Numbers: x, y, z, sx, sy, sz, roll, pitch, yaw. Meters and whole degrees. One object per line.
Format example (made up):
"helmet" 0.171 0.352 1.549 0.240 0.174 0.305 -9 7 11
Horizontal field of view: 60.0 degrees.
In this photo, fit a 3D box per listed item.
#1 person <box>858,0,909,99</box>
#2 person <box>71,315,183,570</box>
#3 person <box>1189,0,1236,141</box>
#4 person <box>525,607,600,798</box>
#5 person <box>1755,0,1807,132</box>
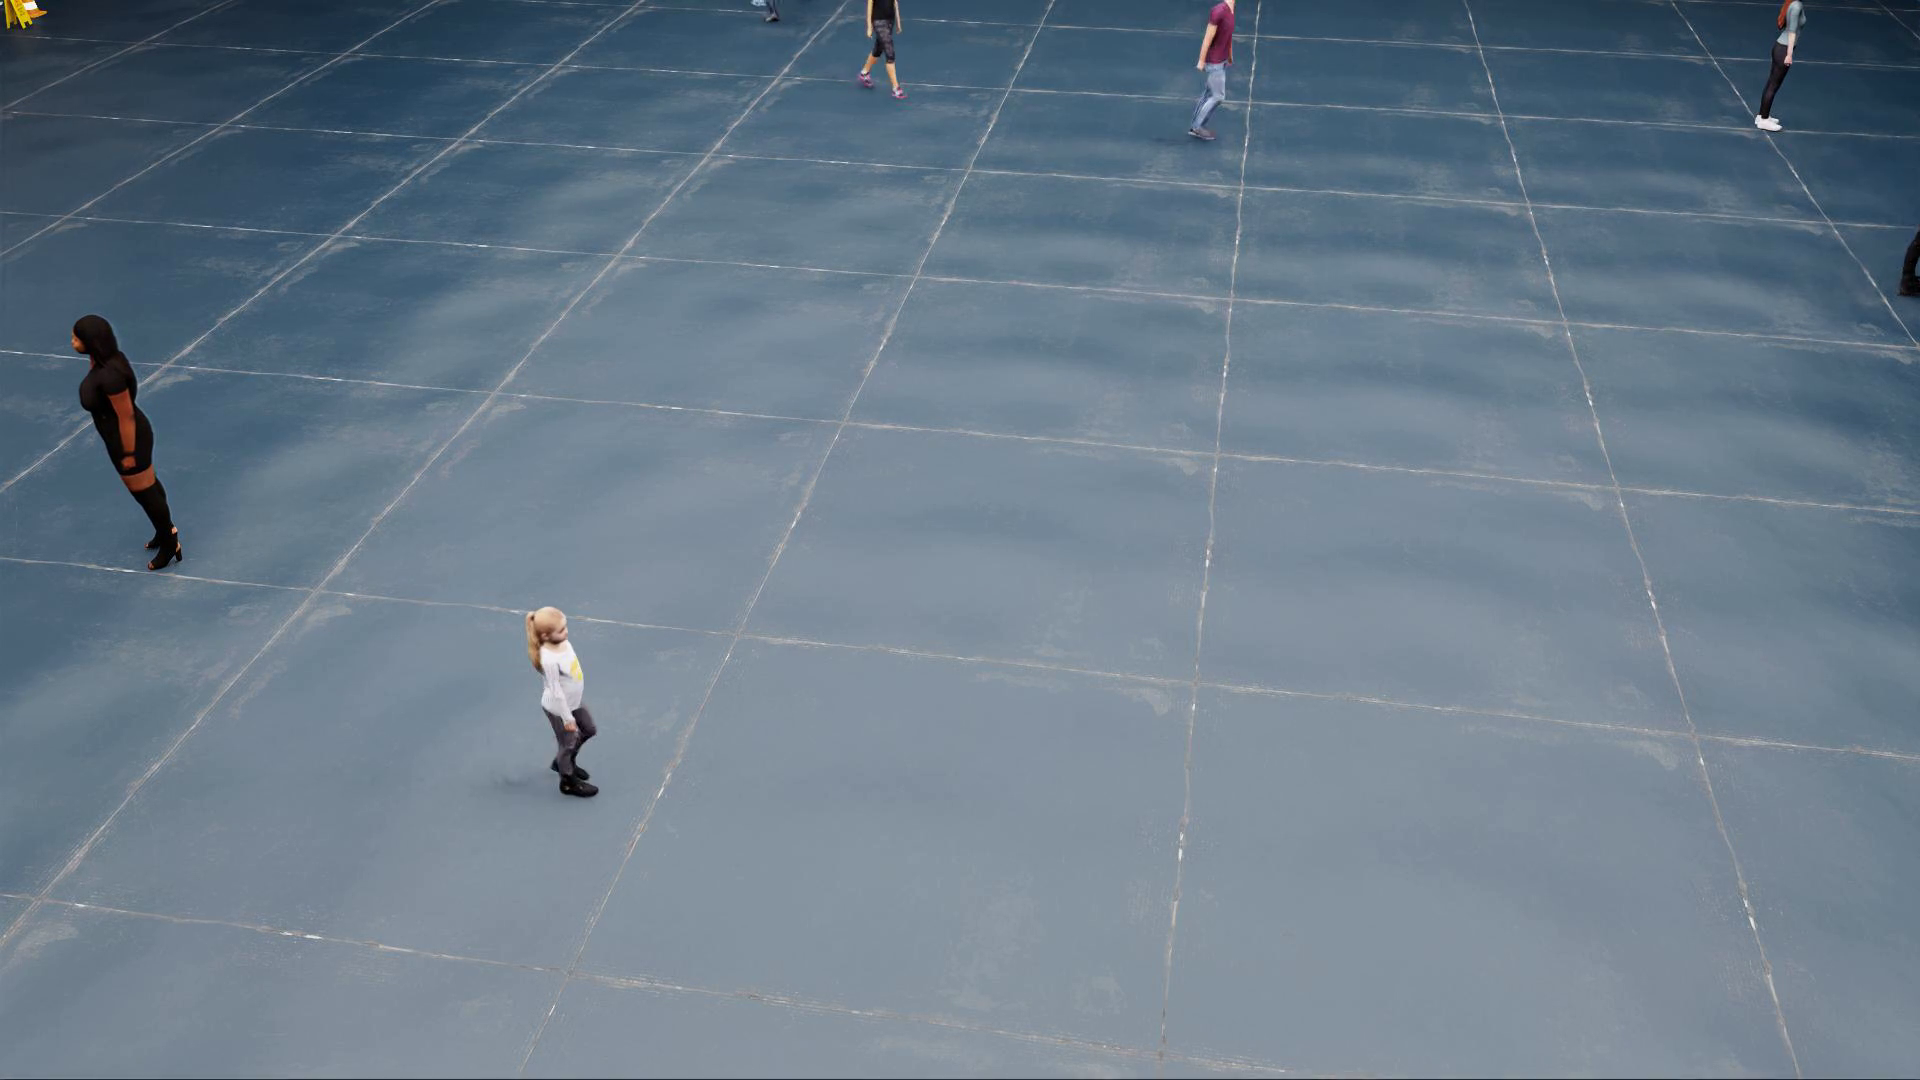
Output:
"person" -1.004 -6.321 20.383 1.009 1.684 1.179 -27 41 -36
"person" -5.629 -0.667 11.260 0.787 1.855 0.755 -14 35 -22
"person" 2.837 -5.452 18.889 0.744 1.807 0.740 19 37 27
"person" -2.275 0.915 9.300 0.527 1.270 0.497 3 32 5
"person" 9.547 -5.647 19.258 0.573 1.743 0.612 10 34 15
